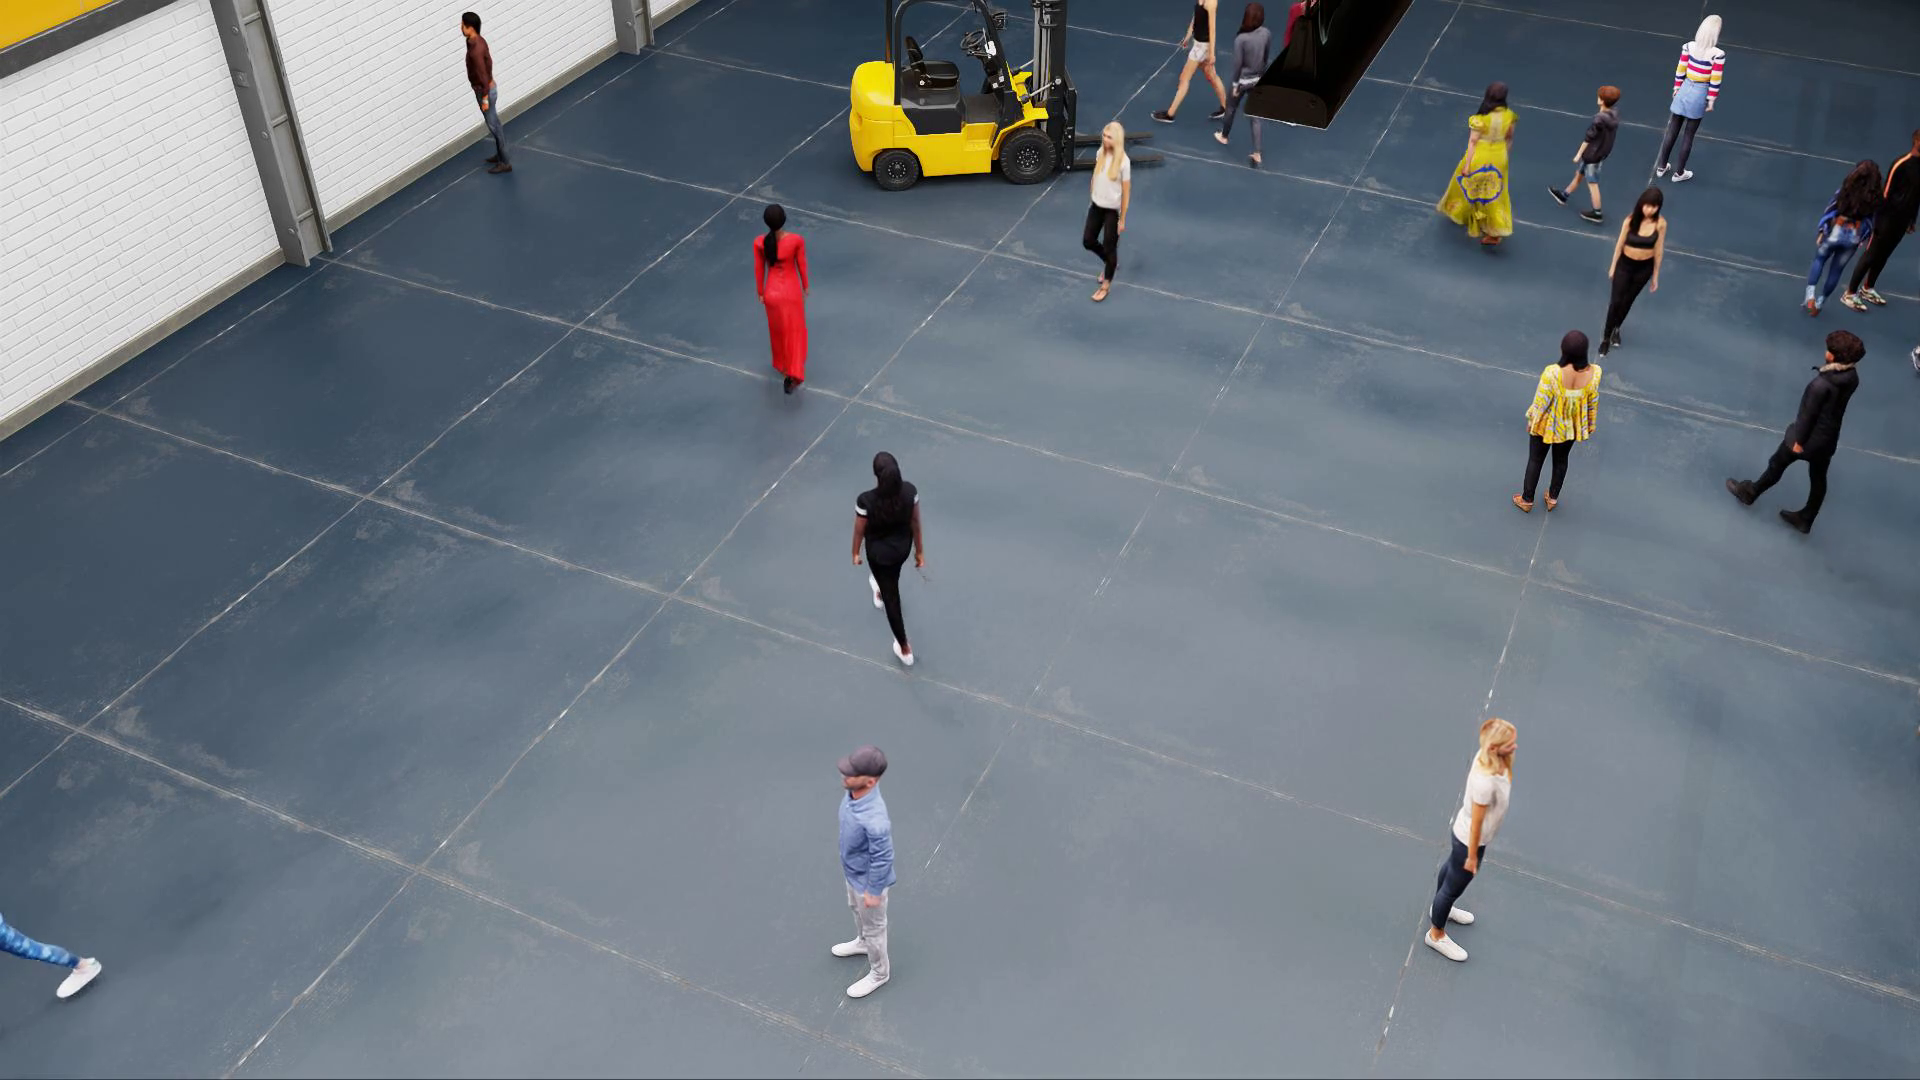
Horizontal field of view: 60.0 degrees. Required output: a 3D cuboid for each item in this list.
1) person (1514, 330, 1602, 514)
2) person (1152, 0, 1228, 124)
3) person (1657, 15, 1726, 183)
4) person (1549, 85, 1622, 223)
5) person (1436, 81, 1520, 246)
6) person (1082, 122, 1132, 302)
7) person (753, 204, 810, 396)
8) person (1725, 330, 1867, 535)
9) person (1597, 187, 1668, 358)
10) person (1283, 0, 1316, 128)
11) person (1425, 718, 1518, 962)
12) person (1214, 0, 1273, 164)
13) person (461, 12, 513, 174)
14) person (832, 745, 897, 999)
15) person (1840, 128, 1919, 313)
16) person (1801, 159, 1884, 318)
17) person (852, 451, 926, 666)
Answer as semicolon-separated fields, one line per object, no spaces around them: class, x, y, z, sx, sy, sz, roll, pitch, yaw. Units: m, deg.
person;4.752;-0.930;13.240;0.867;1.653;0.916;-3;39;-4
person;2.869;-5.651;19.044;1.066;1.789;1.216;-2;39;-3
person;7.880;-4.760;17.911;0.686;1.810;0.724;-27;46;-30
person;6.634;-3.977;17.251;0.947;1.409;0.850;-29;47;-31
person;5.344;-3.762;16.831;1.096;1.608;1.285;-8;39;-9
person;1.474;-3.176;15.920;0.734;1.818;0.781;31;48;33
person;-1.549;-2.096;14.624;0.887;1.759;1.130;0;39;0
person;6.740;-0.782;12.982;1.028;1.744;1.038;-18;42;-22
person;6.178;-2.524;15.258;0.660;1.626;0.818;7;39;9
person;3.933;-5.590;19.047;0.680;1.689;0.671;9;39;11
person;3.008;1.725;9.792;0.666;1.808;0.443;14;41;17
person;3.217;-4.999;18.277;1.036;1.727;1.161;-9;39;-11
person;-5.143;-4.864;18.065;0.770;1.779;0.685;-10;40;-12
person;-0.540;1.871;9.546;0.796;1.886;0.734;-13;40;-15
person;8.838;-3.084;15.813;0.730;1.808;0.808;-16;41;-19
person;8.277;-2.794;15.605;0.624;1.615;0.580;17;42;20
person;-0.474;0.153;11.855;1.147;1.690;1.163;-15;41;-18
